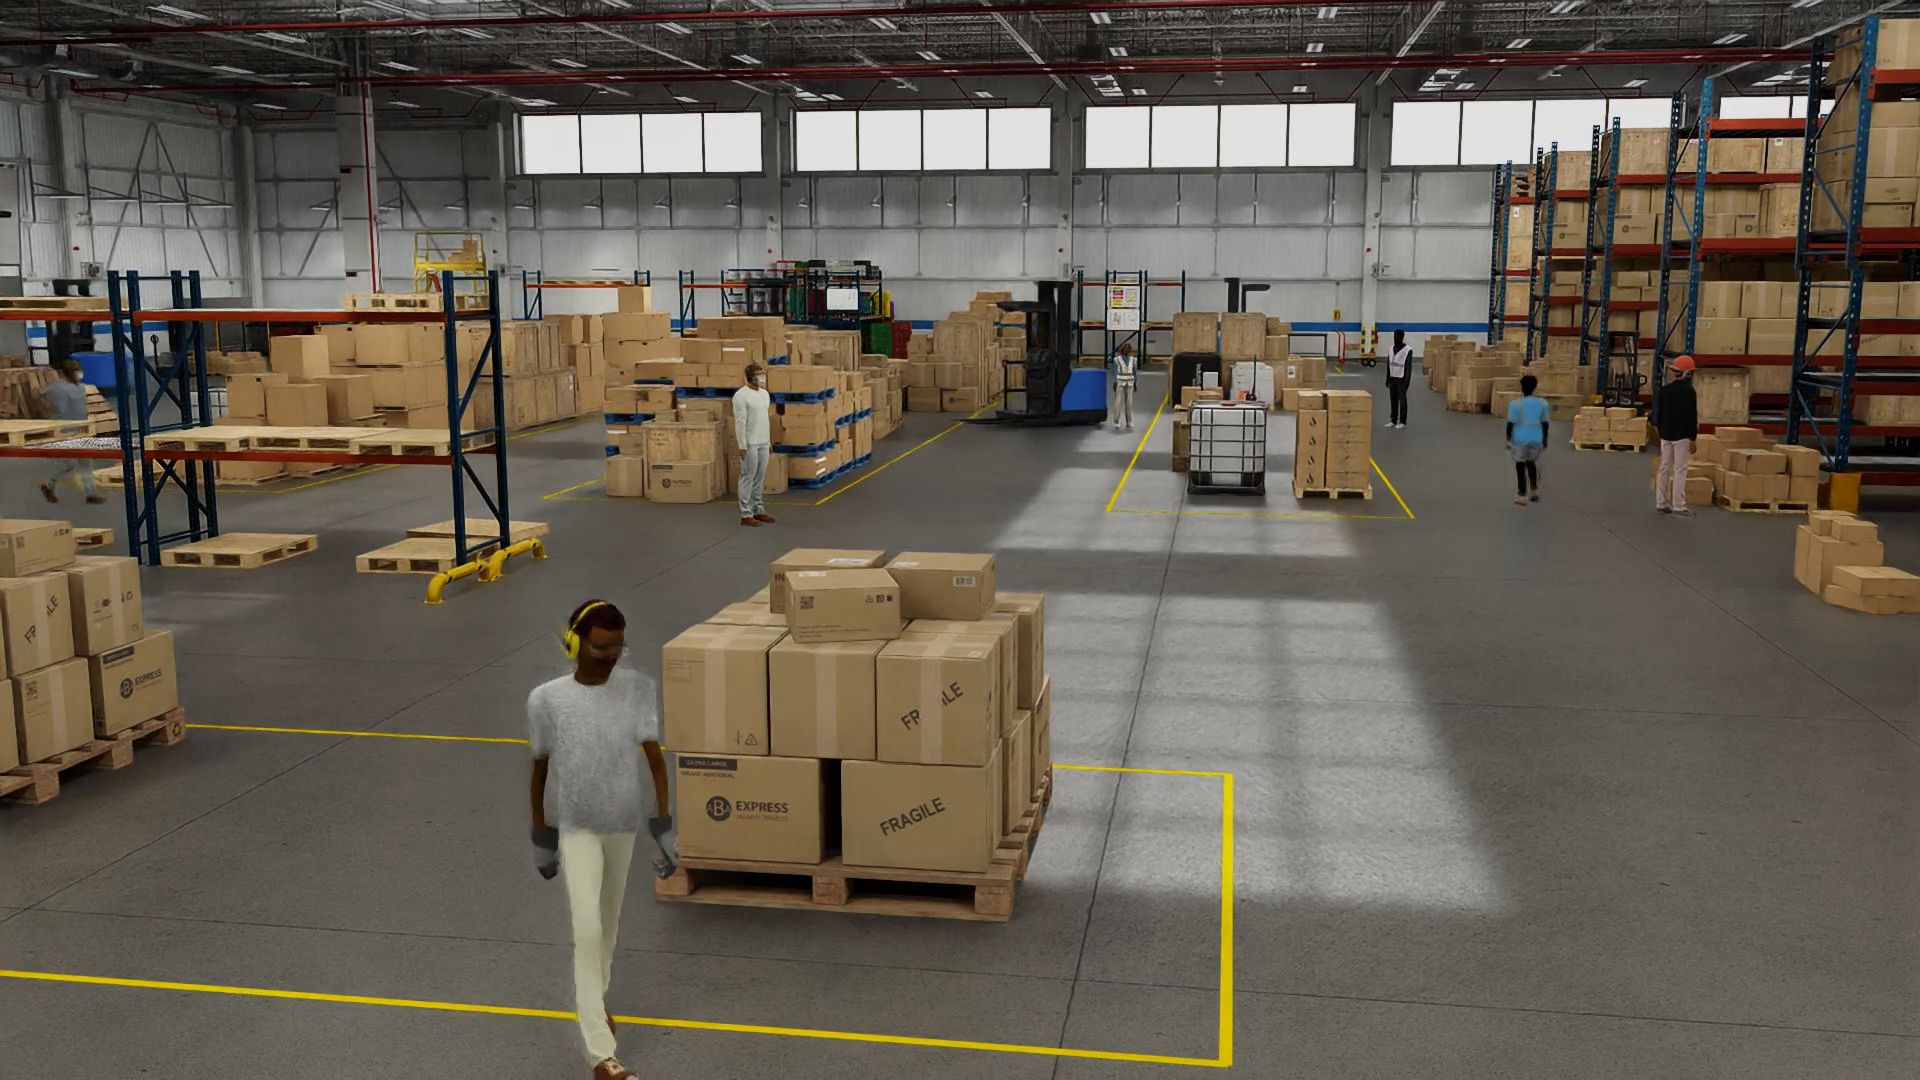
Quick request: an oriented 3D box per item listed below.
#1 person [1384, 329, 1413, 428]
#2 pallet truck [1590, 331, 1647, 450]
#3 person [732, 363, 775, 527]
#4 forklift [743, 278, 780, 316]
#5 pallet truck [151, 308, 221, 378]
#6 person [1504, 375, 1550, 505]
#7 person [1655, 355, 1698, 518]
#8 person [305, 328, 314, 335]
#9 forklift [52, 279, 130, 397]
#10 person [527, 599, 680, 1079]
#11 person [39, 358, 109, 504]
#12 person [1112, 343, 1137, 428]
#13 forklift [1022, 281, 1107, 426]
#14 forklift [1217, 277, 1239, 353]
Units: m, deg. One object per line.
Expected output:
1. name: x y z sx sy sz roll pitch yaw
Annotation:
1. person: 8.464 -3.105 32.056 0.397 1.911 0.587 -6 11 -31
2. pallet truck: 11.253 -2.573 28.499 0.823 1.965 1.885 5 10 27
3. person: -2.447 -1.136 19.820 0.370 1.940 0.630 5 10 26
4. forklift: -5.268 -5.570 44.268 1.129 2.768 1.873 -5 11 -30
5. pallet truck: -21.869 -5.598 47.154 0.823 1.965 1.885 4 10 26
6. person: 7.341 -1.293 21.553 0.546 1.676 0.449 -1 9 -9
7. person: 8.831 -1.268 20.455 0.376 1.995 0.612 -3 10 -19
8. person: -15.676 -4.322 40.317 0.550 1.647 0.883 7 11 36
9. forklift: -20.829 -4.752 39.222 1.873 2.768 1.129 1 9 9
10. person: -1.338 1.128 6.277 0.481 1.809 0.970 -6 11 -31
11. person: -11.499 -1.397 21.507 0.728 1.921 0.645 1 9 5
12. person: 3.183 -2.993 32.176 0.514 1.645 0.307 -3 10 -16
13. forklift: 1.873 -3.688 32.657 1.873 2.768 1.129 -4 10 -24
14. forklift: 7.909 -6.232 48.349 1.873 2.768 1.129 1 9 9
